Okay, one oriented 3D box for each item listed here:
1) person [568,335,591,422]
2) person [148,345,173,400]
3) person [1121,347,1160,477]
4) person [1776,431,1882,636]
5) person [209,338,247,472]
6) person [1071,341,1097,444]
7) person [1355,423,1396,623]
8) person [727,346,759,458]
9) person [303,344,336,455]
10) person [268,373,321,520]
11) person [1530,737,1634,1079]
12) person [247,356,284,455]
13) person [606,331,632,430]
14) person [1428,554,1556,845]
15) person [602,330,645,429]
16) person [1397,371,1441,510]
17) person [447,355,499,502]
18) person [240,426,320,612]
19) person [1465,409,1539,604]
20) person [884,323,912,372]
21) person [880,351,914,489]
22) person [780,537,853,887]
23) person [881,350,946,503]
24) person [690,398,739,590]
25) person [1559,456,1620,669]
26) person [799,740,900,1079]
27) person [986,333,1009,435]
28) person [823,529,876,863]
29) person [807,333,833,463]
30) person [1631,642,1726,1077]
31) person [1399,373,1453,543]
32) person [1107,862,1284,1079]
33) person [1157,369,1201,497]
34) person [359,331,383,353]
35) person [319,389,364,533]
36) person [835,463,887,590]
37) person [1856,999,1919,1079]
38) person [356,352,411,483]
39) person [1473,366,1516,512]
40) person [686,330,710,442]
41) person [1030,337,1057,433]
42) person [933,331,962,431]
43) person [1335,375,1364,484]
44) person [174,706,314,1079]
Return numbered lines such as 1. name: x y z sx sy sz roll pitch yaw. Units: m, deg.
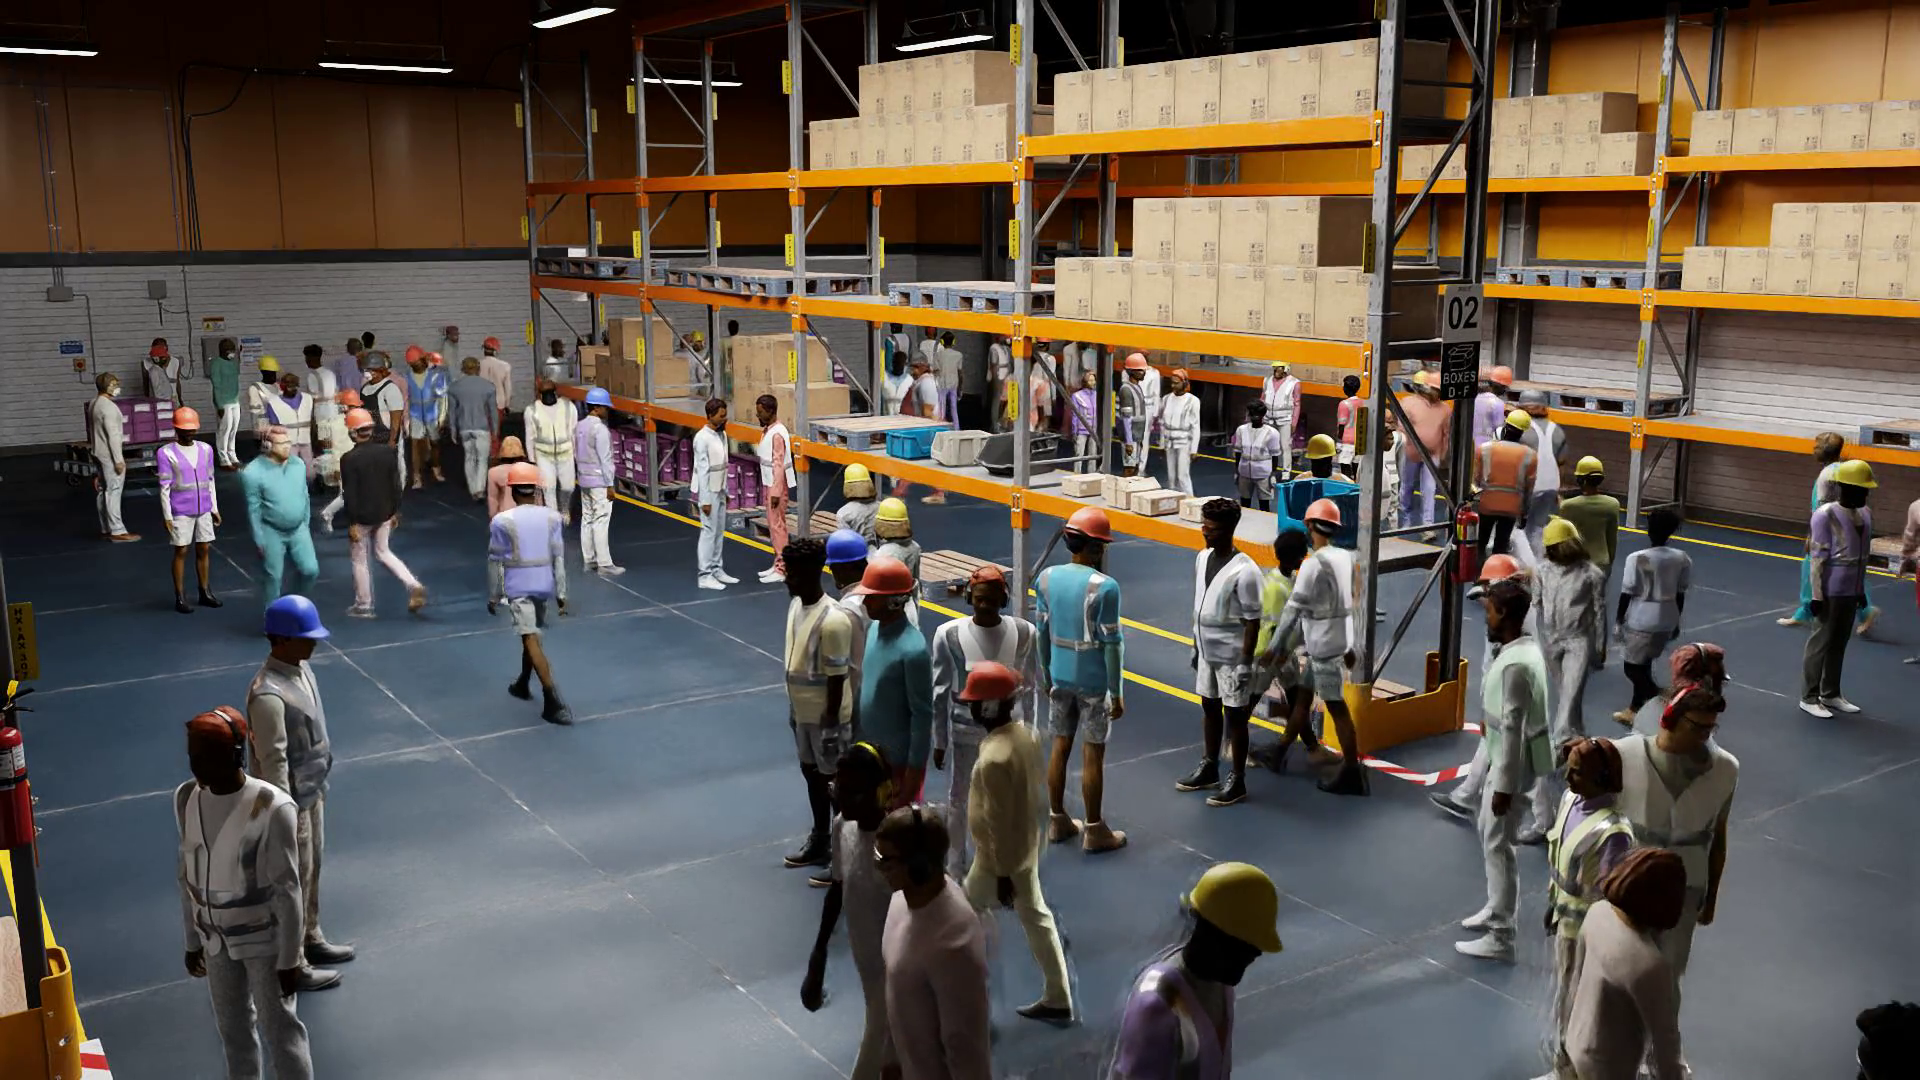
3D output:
1. person: -5.885 -2.283 26.084 0.500 1.837 0.361 1 11 5
2. person: -12.065 -2.069 25.178 0.329 1.751 0.572 -4 12 -18
3. person: 2.534 -1.805 23.557 0.575 1.865 0.470 4 12 18
4. person: 7.735 -0.048 14.680 0.768 1.821 0.514 8 13 34
5. person: -10.628 -1.957 24.146 0.379 1.933 0.629 0 11 3
6. person: 2.027 -2.436 26.880 0.590 1.813 0.551 5 12 25
7. person: 3.756 -0.167 15.242 0.387 1.836 0.561 3 11 15
8. person: -3.190 -1.927 24.282 0.609 1.828 0.586 2 11 12
9. person: -8.837 -1.758 23.132 0.749 1.946 0.610 2 11 13
10. person: -8.113 -1.146 20.291 0.541 1.813 0.627 10 15 42
11. person: 2.555 1.588 6.787 0.314 1.632 0.522 0 11 0
12. person: -8.804 -1.394 21.278 0.382 1.924 0.594 3 12 17
13. person: -5.455 -2.381 26.339 0.589 1.923 0.383 -5 12 -26
14. person: 3.237 0.932 9.973 0.891 1.683 0.629 7 13 33
15. person: -5.698 -2.603 27.722 0.960 1.832 0.607 1 11 4
16. person: 5.761 -1.243 20.914 0.525 1.772 0.305 3 12 17
17. person: -6.283 -1.427 21.505 0.655 1.919 0.487 0 11 0
18. person: -5.928 -0.061 14.544 0.452 1.895 0.647 8 14 35
19. person: 5.130 -0.299 15.792 0.635 1.888 0.415 3 11 15
20. person: -1.148 -3.062 30.036 0.429 1.843 0.633 9 14 39
21. person: -0.865 -1.680 22.920 0.605 1.868 1.007 -1 11 -6
22. person: -0.800 0.941 9.268 0.383 1.956 0.602 -7 13 -30
23. person: -0.614 -1.450 21.275 0.957 2.000 0.701 0 11 -2
24. person: -2.472 -0.464 16.579 0.396 1.909 0.592 3 11 13
25. person: 5.104 0.192 13.602 0.526 1.760 0.340 -2 11 -9
26. person: -0.389 1.624 6.070 0.840 1.834 0.534 -7 13 -34
27. person: 0.642 -2.676 28.048 0.373 1.843 0.570 3 11 15
28. person: -0.600 0.890 9.538 0.393 1.946 0.602 2 11 11
29. person: -2.201 -2.129 24.984 0.602 1.949 0.390 3 12 16
30. person: 3.102 1.369 7.251 0.409 1.895 0.659 2 11 10
31. person: 5.306 -0.952 19.038 0.634 1.920 1.065 1 11 4
32. person: 0.631 1.836 4.862 0.536 1.886 0.640 5 12 25
33. person: 2.631 -1.118 20.012 0.373 1.878 0.596 -8 14 -35
34. person: -9.469 -2.432 26.773 0.553 1.853 0.544 -6 12 -27
35. person: -7.074 -0.882 19.161 0.581 1.735 0.576 3 11 16
36. person: -0.800 0.247 13.372 0.484 1.736 0.305 -9 14 -39
37. person: 2.575 2.036 4.383 0.715 1.672 0.563 2 11 8
38. person: -8.118 -1.674 22.939 1.002 1.822 0.580 -3 11 -15
39. person: 6.165 -1.008 19.164 0.889 1.983 0.630 -2 11 -8
40. person: -4.275 -2.516 27.265 0.593 1.833 0.404 3 11 15
41. person: 1.277 -2.265 25.747 0.548 1.929 0.389 9 14 40
42. person: -0.204 -2.417 26.700 0.502 1.861 0.320 -4 12 -19
43. person: 4.965 -1.247 21.134 0.536 1.693 0.319 -10 15 -42
44. person: -2.750 1.542 6.395 0.573 1.877 0.353 4 12 21
